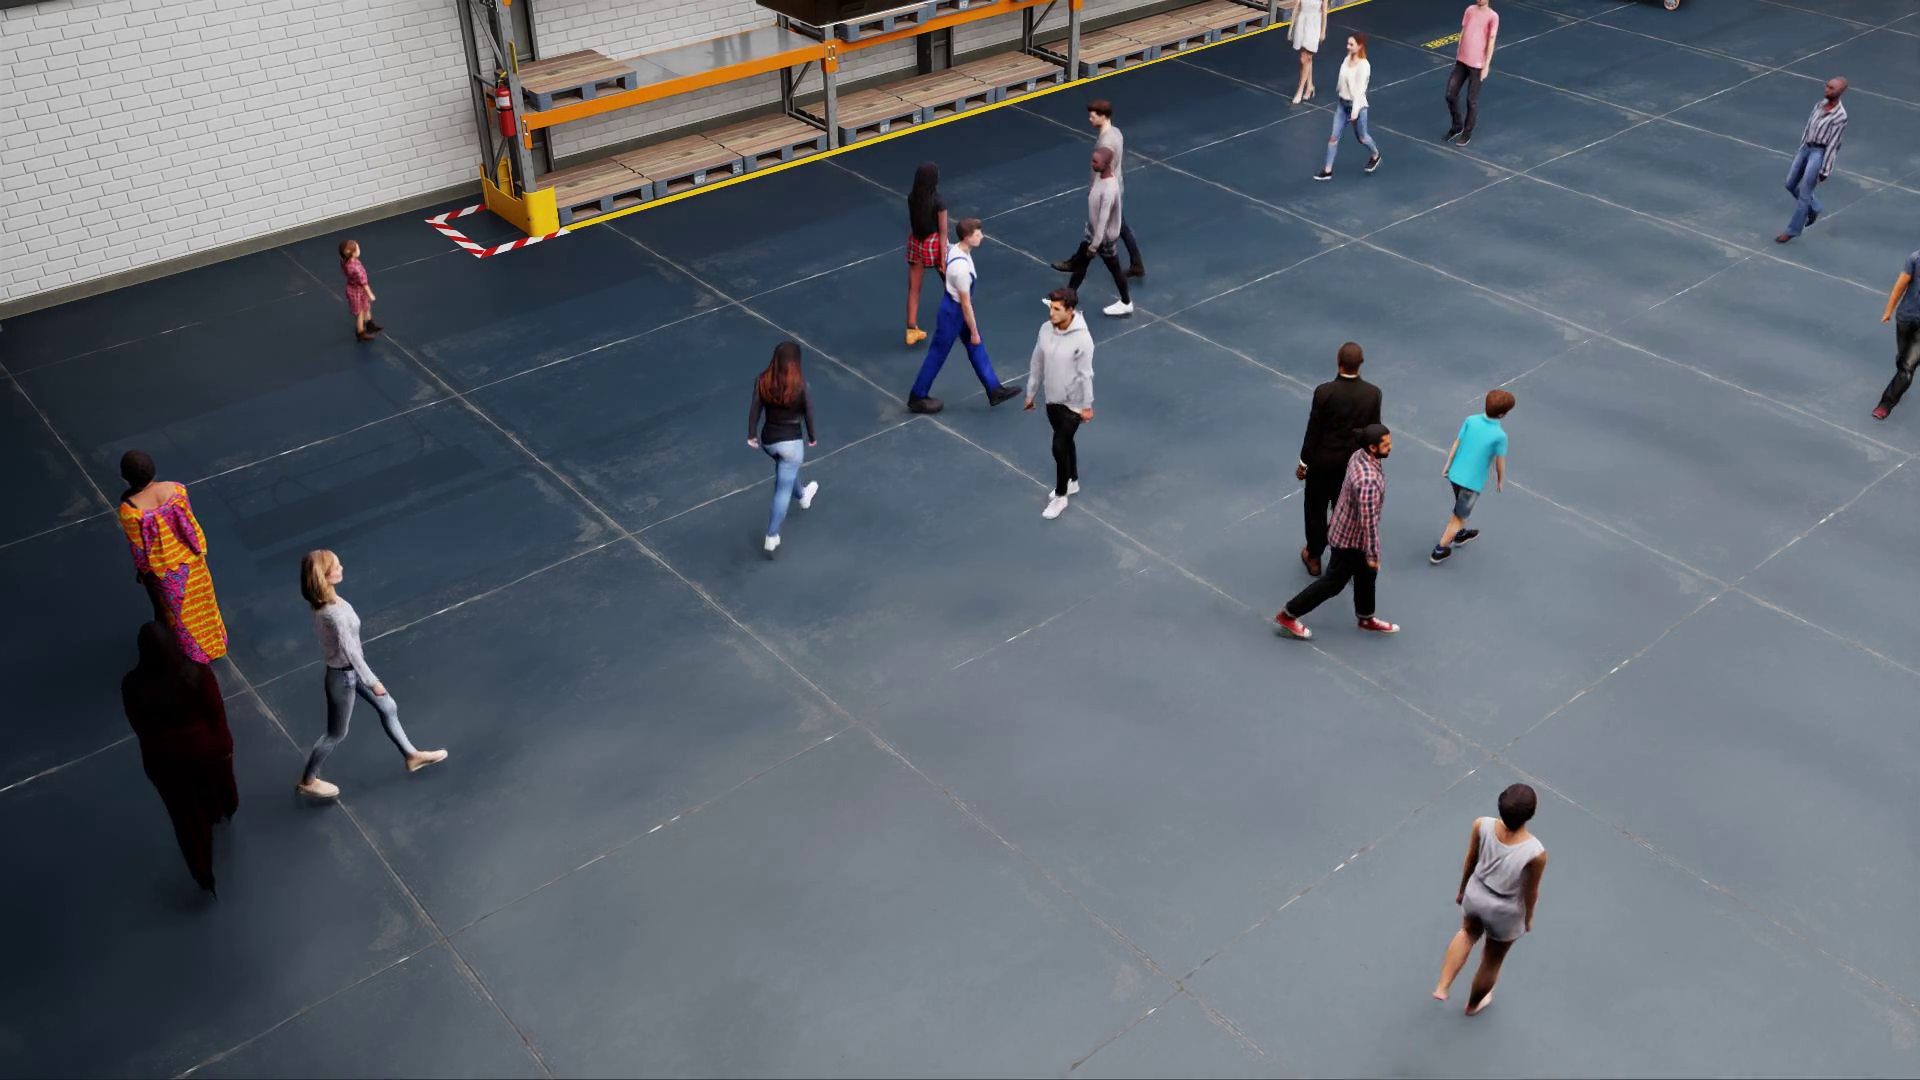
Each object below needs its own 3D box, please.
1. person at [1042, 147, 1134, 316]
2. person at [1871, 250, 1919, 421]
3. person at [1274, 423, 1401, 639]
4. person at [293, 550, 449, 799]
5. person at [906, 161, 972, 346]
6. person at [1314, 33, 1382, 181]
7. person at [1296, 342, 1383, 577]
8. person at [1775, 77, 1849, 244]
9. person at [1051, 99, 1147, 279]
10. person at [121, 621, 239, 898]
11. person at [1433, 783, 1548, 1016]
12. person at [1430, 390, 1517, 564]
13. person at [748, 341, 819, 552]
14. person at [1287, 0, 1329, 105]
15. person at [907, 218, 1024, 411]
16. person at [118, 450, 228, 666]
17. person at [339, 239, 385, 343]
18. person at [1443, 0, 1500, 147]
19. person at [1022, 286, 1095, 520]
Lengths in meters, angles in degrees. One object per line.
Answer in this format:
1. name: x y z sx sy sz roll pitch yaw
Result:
1. person: 1.468 -2.892 15.839 1.234 1.733 0.989 -6 34 -9
2. person: 8.316 -1.933 14.367 1.170 1.766 0.738 -29 43 -36
3. person: 2.640 -0.043 11.545 1.199 1.742 1.187 7 34 10
4. person: -3.826 0.878 10.149 1.241 1.753 0.847 -14 36 -20
5. person: -0.356 -2.624 15.494 0.902 1.668 1.281 19 38 26
6. person: 4.536 -4.915 18.953 1.167 1.655 0.718 -18 38 -25
7. person: 2.762 -0.522 12.129 0.941 1.892 0.988 -3 34 -5
8. person: 9.019 -3.975 17.423 0.921 1.782 0.831 -6 34 -9
9. person: 1.573 -3.429 16.547 1.204 1.844 1.242 7 34 11
10. person: -4.445 1.287 9.575 1.118 1.708 0.937 -14 36 -20
11. person: 2.756 1.940 8.696 0.632 1.592 0.562 -27 42 -35
12. person: 3.766 -0.462 12.478 0.794 1.407 0.570 -27 42 -34
13. person: -1.384 -0.680 12.654 0.993 1.576 1.222 10 35 14
14. person: 4.483 -6.484 21.224 0.693 1.755 0.796 24 41 32
15. person: -0.125 -1.885 14.271 1.298 1.792 1.136 -1 34 -2
16. person: -5.444 0.100 11.383 0.779 1.682 0.672 21 39 28
17. person: -5.712 -2.329 15.642 0.519 1.013 0.423 -24 40 -31
18. person: 6.169 -5.700 19.872 0.670 1.944 0.636 28 43 36
19. person: 0.888 -1.140 13.047 0.742 1.906 0.835 28 43 36
